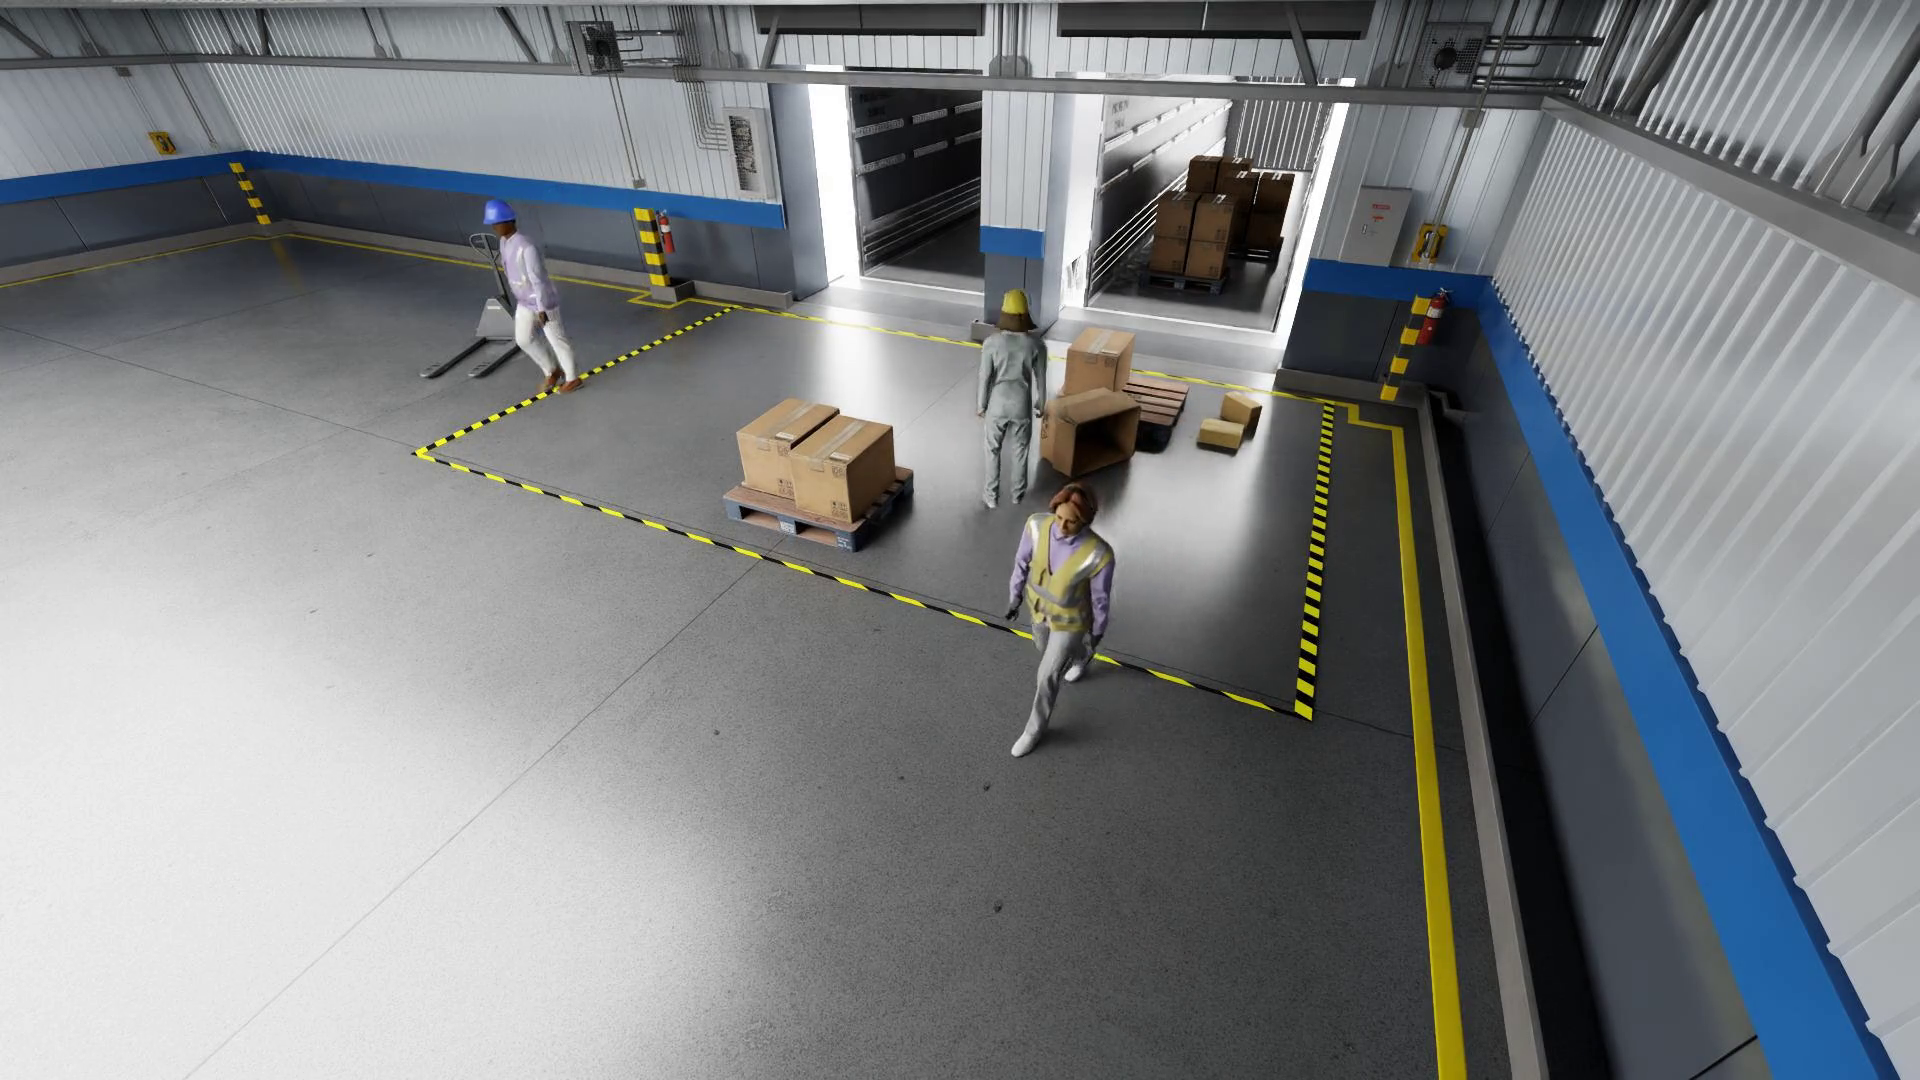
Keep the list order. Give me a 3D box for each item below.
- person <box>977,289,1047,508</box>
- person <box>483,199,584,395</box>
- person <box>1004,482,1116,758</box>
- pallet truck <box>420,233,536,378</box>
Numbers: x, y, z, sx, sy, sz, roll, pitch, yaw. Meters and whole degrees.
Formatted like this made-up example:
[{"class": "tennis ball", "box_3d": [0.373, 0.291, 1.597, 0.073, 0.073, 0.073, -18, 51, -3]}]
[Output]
[{"class": "person", "box_3d": [0.396, -1.044, 5.662, 0.522, 1.739, 0.354, -1, 35, -1]}, {"class": "person", "box_3d": [-4.272, -2.373, 7.352, 0.603, 1.933, 0.448, 19, 40, 25]}, {"class": "person", "box_3d": [0.550, 0.358, 3.799, 0.512, 1.597, 0.825, 30, 45, 35]}, {"class": "pallet truck", "box_3d": [-5.664, -2.712, 8.427, 0.680, 1.201, 1.601, 0, 35, -1]}]
